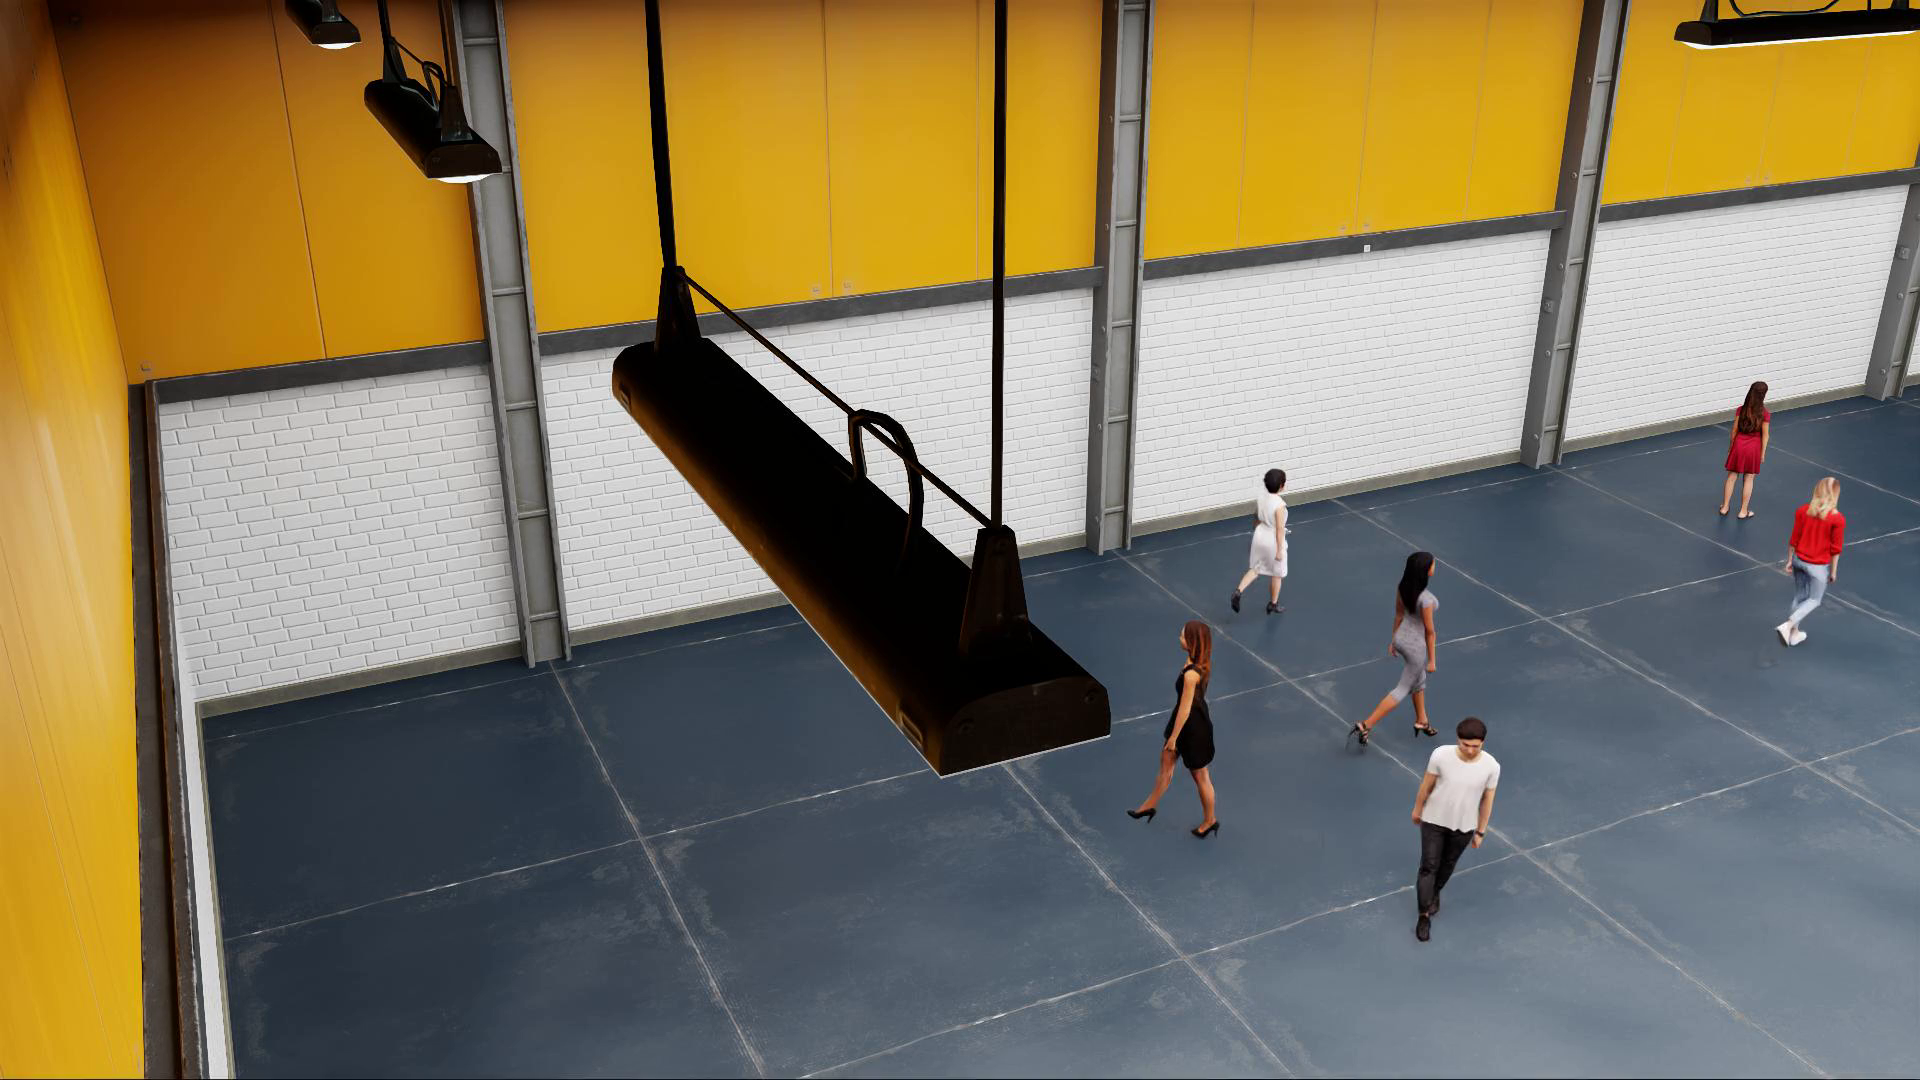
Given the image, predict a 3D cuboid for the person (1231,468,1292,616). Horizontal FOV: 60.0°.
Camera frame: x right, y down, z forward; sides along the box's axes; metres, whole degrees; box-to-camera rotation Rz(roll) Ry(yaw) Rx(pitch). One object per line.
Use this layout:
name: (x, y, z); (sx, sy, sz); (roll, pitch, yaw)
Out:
person: (2.903, 0.061, 15.936); (0.908, 1.537, 0.619); (-14, 27, -28)

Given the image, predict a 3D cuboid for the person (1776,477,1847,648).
person: (7.793, 0.252, 15.304); (0.895, 1.692, 0.713); (-16, 28, -32)

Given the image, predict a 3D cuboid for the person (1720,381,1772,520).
person: (8.682, -1.010, 18.365); (0.653, 1.552, 0.711); (19, 30, 36)

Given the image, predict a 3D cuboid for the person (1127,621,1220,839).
person: (1.820, 1.462, 12.385); (1.036, 1.813, 0.939); (6, 24, 13)

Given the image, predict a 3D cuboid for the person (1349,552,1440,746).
person: (3.620, 0.946, 13.650); (1.113, 1.746, 0.706); (-6, 24, -15)

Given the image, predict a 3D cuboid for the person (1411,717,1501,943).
person: (3.414, 1.890, 11.569); (0.995, 1.684, 1.027); (7, 25, 16)
